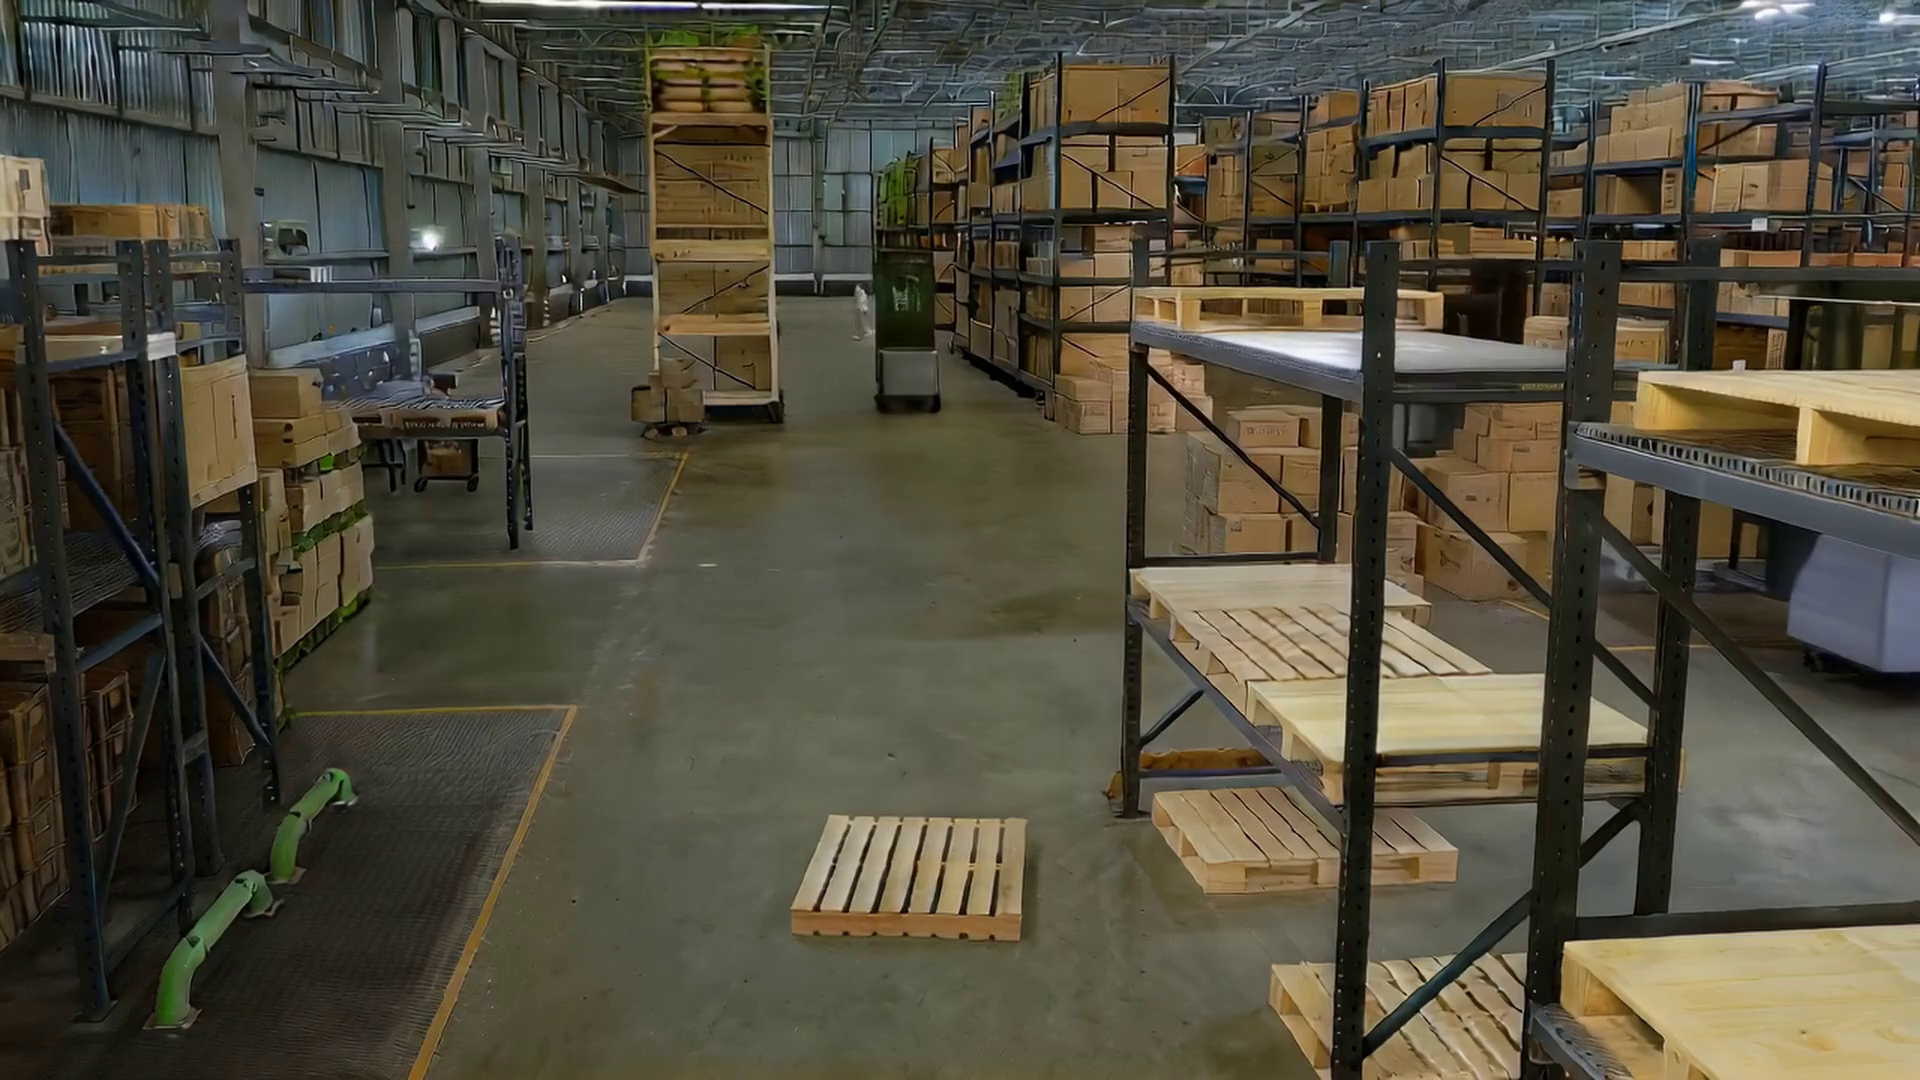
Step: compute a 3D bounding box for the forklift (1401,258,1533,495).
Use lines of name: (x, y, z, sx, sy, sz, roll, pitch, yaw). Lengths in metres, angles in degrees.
forklift: (6.125, -1.819, 19.015, 1.873, 2.768, 1.129, -1, 10, -6)

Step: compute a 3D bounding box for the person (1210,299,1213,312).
person: (8.791, -8.563, 59.064, 0.553, 1.919, 0.808, -3, 11, -15)

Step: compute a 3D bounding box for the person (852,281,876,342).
person: (-2.850, -6.830, 49.712, 0.781, 1.826, 0.575, 5, 12, 28)

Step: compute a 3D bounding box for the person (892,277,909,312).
person: (-1.837, -7.071, 50.828, 0.615, 1.899, 0.464, -2, 10, -12)

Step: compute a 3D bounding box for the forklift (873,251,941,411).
forklift: (-0.956, -3.785, 29.904, 1.129, 2.768, 1.873, -1, 10, -6)

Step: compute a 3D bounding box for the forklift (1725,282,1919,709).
forklift: (6.242, -0.419, 11.257, 1.129, 2.768, 1.873, -1, 10, -6)

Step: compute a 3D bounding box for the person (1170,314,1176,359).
person: (4.806, -4.679, 38.402, 0.524, 1.610, 0.801, 2, 10, 11)

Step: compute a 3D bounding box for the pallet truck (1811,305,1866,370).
pallet truck: (15.846, -3.142, 28.793, 1.885, 1.965, 0.823, 2, 10, 12)

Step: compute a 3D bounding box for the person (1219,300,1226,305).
person: (9.787, -8.840, 61.351, 0.514, 1.642, 0.310, 6, 12, 31)

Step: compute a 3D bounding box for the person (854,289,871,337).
person: (-3.085, -7.153, 52.139, 0.520, 1.581, 0.857, -6, 12, -28)
